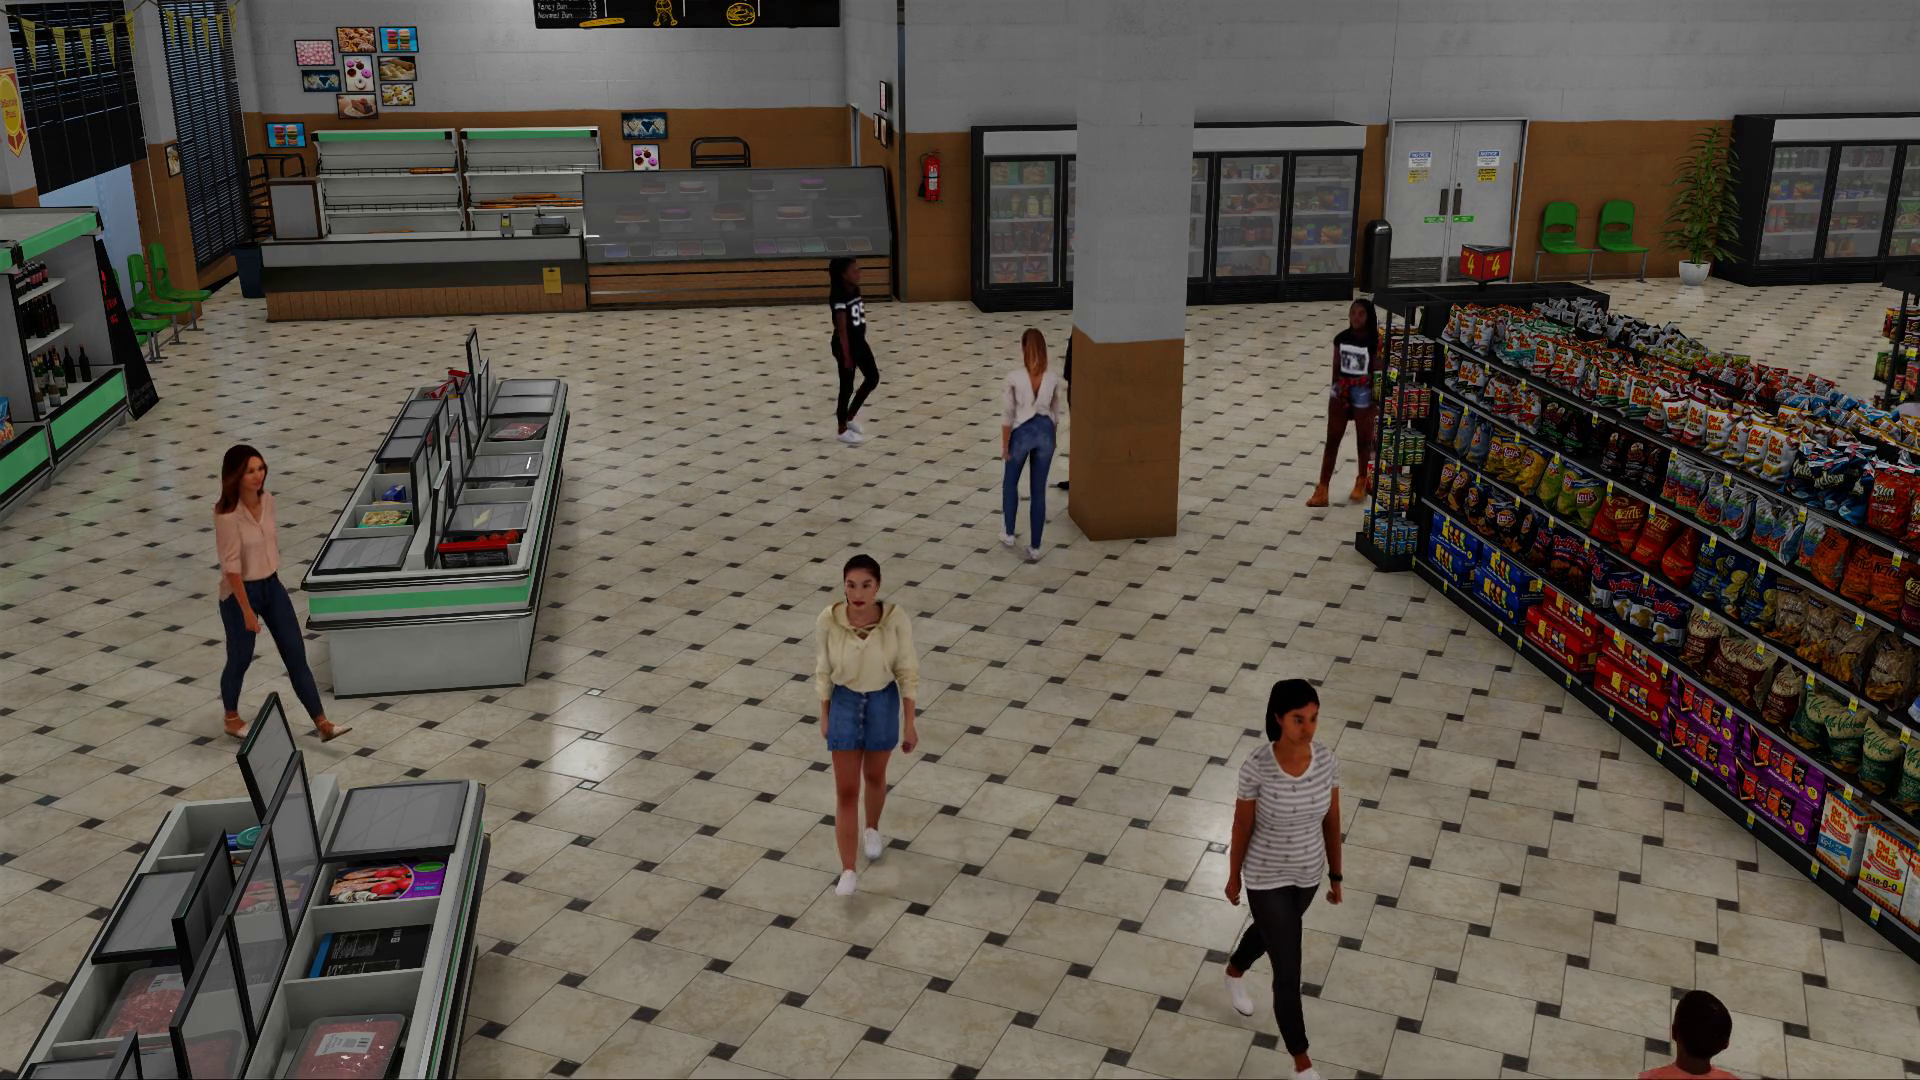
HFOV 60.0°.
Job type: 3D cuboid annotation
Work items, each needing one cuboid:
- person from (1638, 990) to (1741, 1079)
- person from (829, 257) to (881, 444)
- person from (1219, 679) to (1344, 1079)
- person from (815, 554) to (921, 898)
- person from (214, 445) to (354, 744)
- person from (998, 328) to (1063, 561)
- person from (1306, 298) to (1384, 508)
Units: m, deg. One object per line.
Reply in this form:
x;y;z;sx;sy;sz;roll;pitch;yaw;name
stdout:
2.152;1.986;4.966;0.604;1.298;0.685;1;19;3;person
-1.093;-1.753;15.397;0.830;1.719;0.750;7;20;20;person
1.230;1.293;6.547;0.727;1.601;1.167;-7;20;-19;person
-0.442;0.817;7.963;0.751;1.598;1.021;-1;19;-2;person
-3.969;0.327;9.193;1.116;1.740;1.140;9;21;24;person
0.554;-0.685;12.248;0.610;1.706;0.726;-3;19;-8;person
3.244;-1.109;13.531;1.029;1.690;1.077;14;23;35;person
